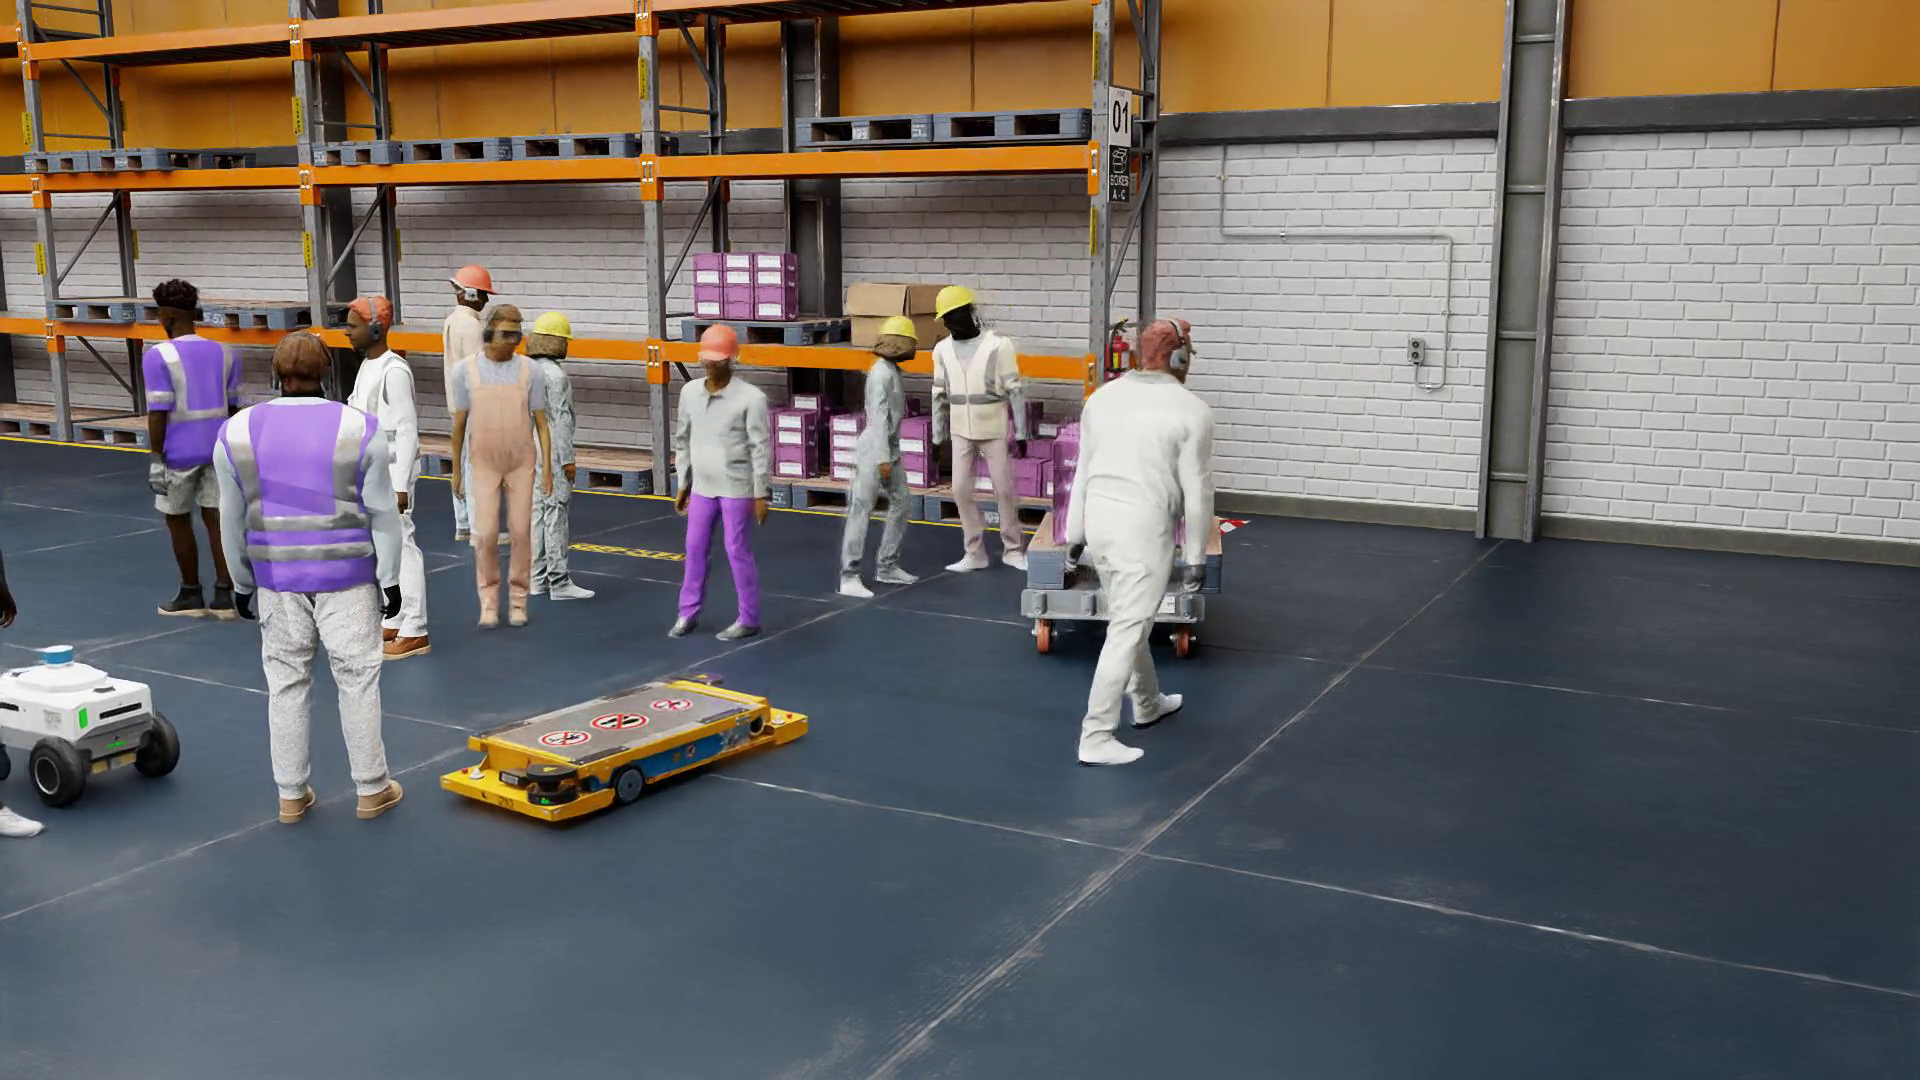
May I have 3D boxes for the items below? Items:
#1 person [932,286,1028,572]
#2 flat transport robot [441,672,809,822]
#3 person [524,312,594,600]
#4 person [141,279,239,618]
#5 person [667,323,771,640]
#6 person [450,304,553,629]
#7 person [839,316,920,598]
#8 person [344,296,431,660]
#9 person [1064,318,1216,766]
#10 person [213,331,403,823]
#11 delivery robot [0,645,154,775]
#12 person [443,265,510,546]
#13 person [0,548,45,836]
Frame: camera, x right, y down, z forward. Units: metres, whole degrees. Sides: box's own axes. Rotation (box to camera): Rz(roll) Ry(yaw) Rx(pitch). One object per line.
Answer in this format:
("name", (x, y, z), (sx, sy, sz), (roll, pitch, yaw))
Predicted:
("person", (0.166, -0.705, 10.825), (0.706, 1.881, 0.485), (5, 11, 24))
("flat transport robot", (-1.339, 0.818, 6.843), (0.652, 0.197, 1.431), (7, 13, 36))
("person", (-2.459, -0.508, 10.097), (0.311, 1.735, 0.484), (-9, 13, -39))
("person", (-4.407, -0.510, 9.520), (0.530, 1.951, 0.648), (5, 12, 27))
("person", (-1.300, -0.308, 9.009), (0.603, 1.739, 0.366), (6, 12, 30))
("person", (-2.533, -0.388, 9.200), (0.550, 1.817, 0.519), (-4, 11, -19))
("person", (-0.485, -0.518, 10.243), (0.544, 1.709, 0.563), (2, 10, 10))
("person", (-2.991, -0.322, 8.667), (0.337, 1.882, 0.584), (-7, 13, -35))
("person", (0.807, -0.006, 7.072), (0.943, 1.848, 0.651), (-9, 14, -41))
("person", (-2.402, 0.145, 6.227), (0.636, 1.840, 0.429), (-1, 10, -7))
("delivery robot", (-3.579, 0.665, 6.643), (0.707, 0.478, 0.477), (6, 12, 27))
("person", (-3.464, -0.957, 11.870), (0.392, 1.986, 0.610), (-7, 12, -33))
("person", (-3.606, 0.185, 5.834), (0.409, 1.907, 0.599), (2, 11, 10))
